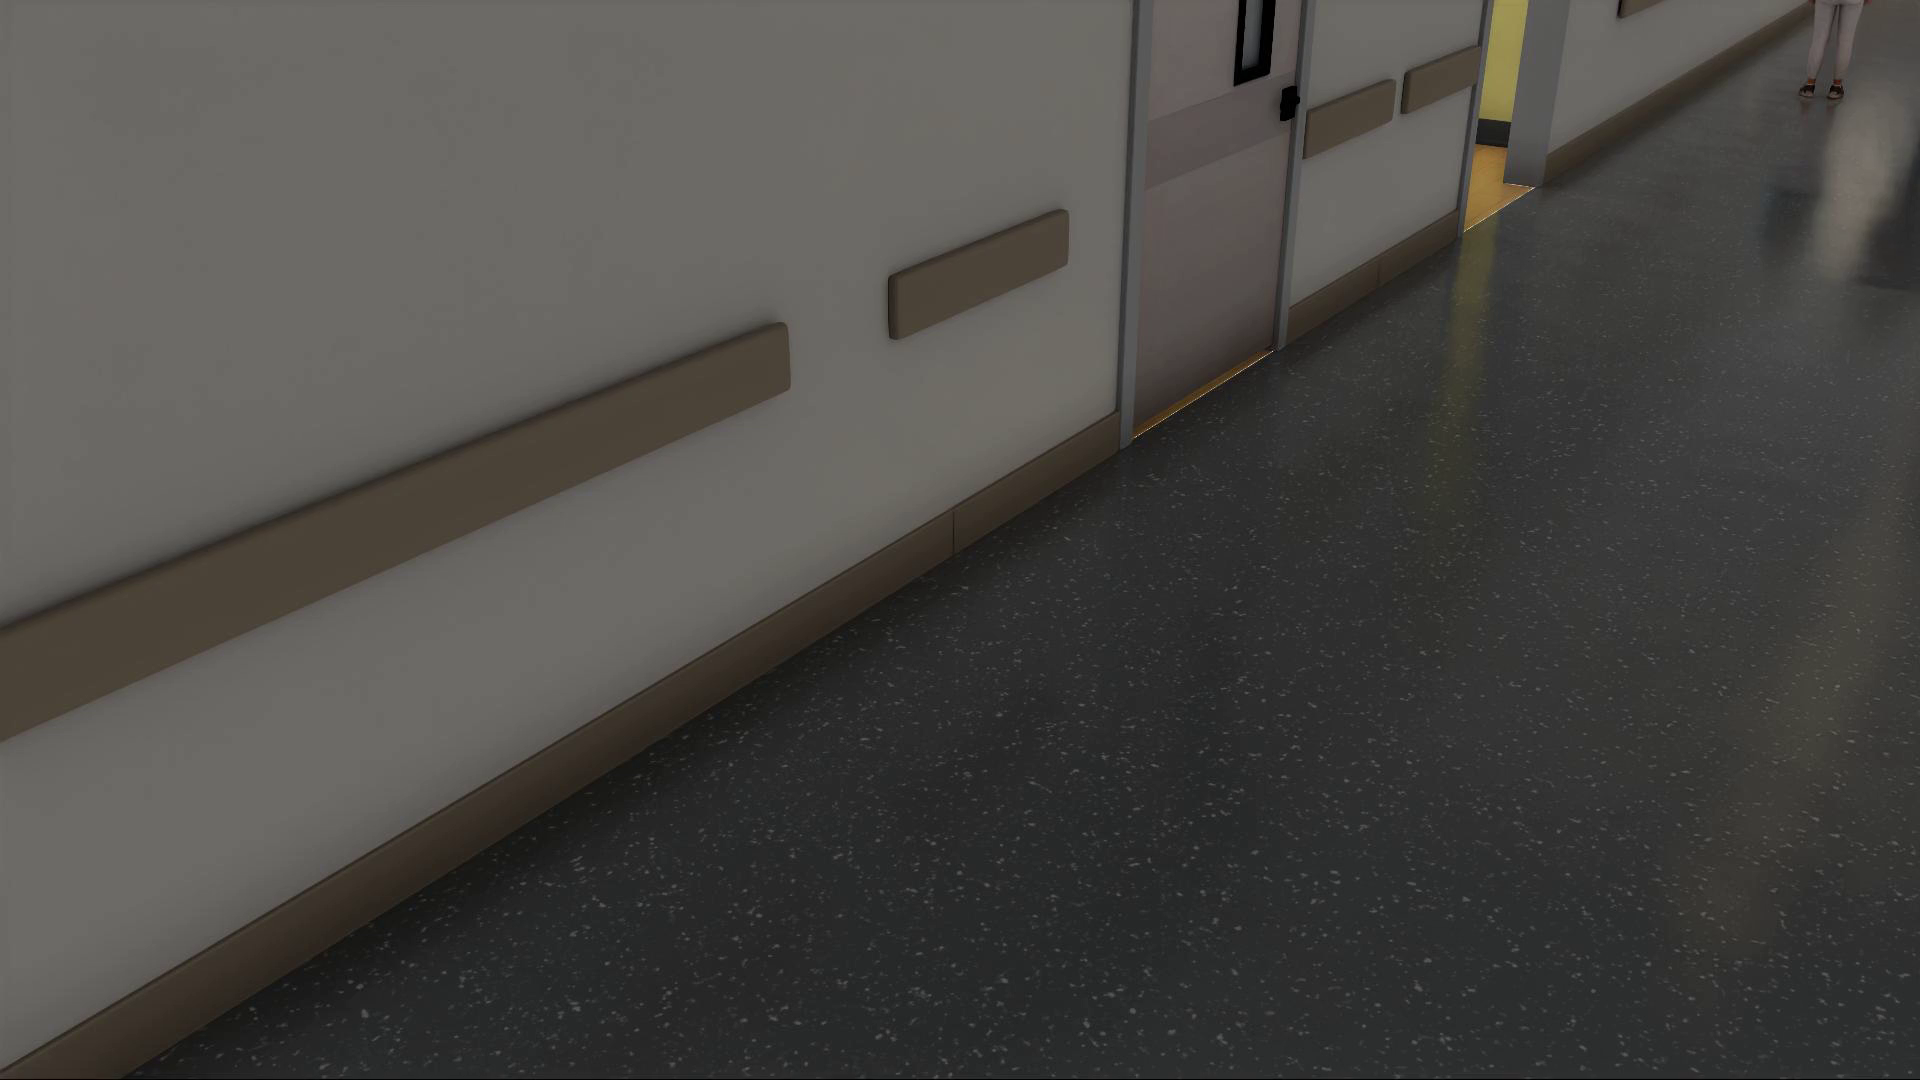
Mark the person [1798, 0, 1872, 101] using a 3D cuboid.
[{"bbox_3d":[6.287,-3.927,11.849,0.566,1.501,0.673,11,28,22],"label":"person"}]
